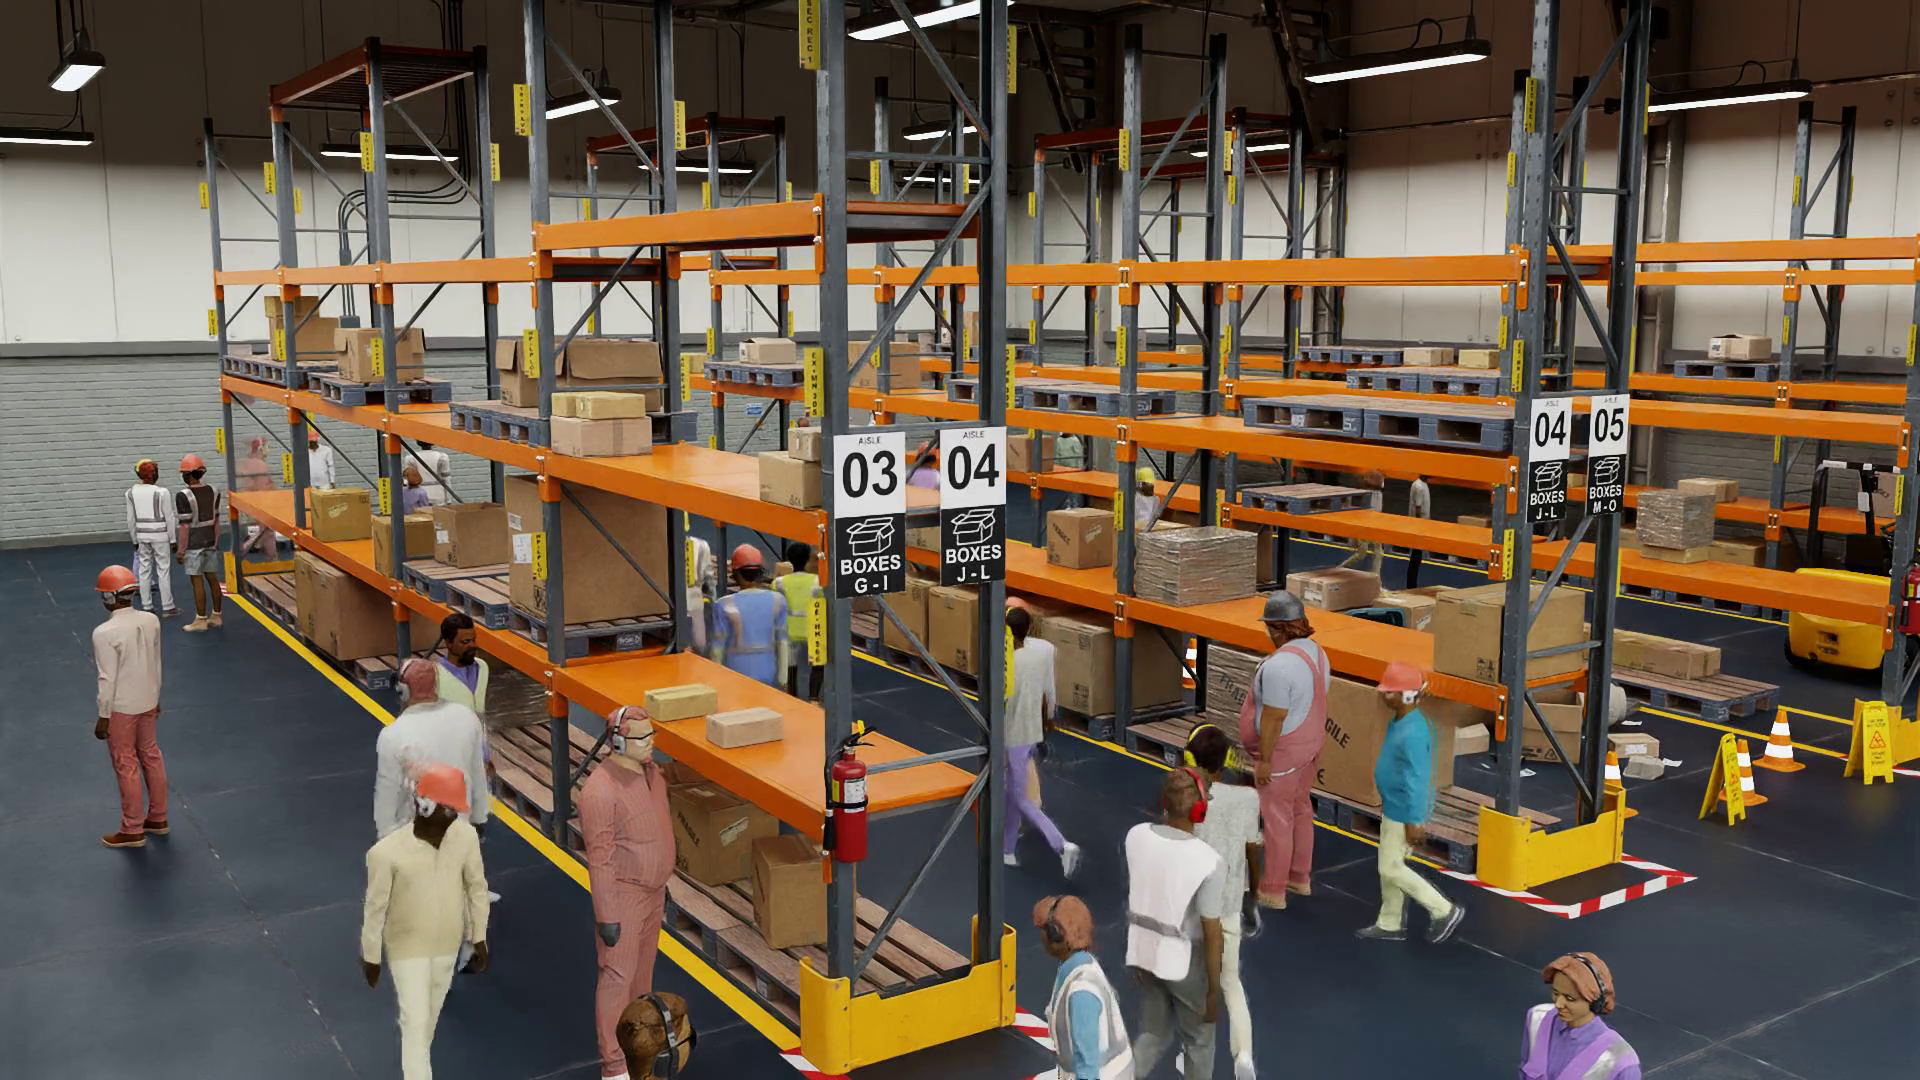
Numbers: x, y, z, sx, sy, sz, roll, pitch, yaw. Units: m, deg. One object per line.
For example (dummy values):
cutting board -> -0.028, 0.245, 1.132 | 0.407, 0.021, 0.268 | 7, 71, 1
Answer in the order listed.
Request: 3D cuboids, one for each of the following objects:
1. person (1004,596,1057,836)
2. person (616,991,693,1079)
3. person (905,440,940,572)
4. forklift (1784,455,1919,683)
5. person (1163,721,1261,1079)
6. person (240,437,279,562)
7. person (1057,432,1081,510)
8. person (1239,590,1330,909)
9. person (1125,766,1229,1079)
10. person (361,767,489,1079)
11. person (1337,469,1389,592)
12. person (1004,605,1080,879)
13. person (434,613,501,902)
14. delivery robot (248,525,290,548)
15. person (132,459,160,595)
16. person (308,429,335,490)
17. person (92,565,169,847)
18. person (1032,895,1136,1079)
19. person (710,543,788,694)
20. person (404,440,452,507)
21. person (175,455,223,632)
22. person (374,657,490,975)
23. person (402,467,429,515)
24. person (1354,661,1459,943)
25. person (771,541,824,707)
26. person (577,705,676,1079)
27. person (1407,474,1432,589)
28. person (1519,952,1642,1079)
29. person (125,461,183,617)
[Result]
person -> 0.401, 1.263, 11.930 | 0.591, 1.737, 0.368 | -5, 10, -30
person -> -0.908, 2.251, 5.022 | 0.514, 1.844, 0.333 | 6, 10, 34
person -> -0.447, -0.238, 21.024 | 0.610, 2.022, 0.713 | 0, 9, 2
forklift -> 9.643, 0.253, 17.172 | 2.313, 2.155, 1.214 | -6, 10, -33
person -> 1.228, 1.795, 8.022 | 0.529, 1.858, 0.613 | -2, 9, -11
person -> -9.801, -0.494, 23.202 | 0.722, 1.880, 0.653 | -6, 11, -37
person -> 1.921, -1.265, 29.192 | 0.381, 1.615, 0.543 | -7, 11, -41
person -> 2.052, 1.310, 10.638 | 0.535, 2.000, 0.686 | 6, 11, 37
person -> 0.923, 1.905, 7.403 | 0.698, 1.825, 0.569 | -7, 11, -40
person -> -2.499, 1.906, 7.863 | 0.857, 1.682, 0.573 | 8, 12, 42
person -> 5.279, -0.134, 21.676 | 0.714, 1.607, 0.514 | 8, 12, 43
person -> 0.465, 1.353, 11.081 | 0.837, 1.838, 0.538 | 7, 11, 40
person -> -3.161, 1.397, 10.464 | 0.383, 1.918, 0.591 | 3, 9, 20
delivery robot -> -10.236, -0.128, 24.826 | 0.477, 0.478, 0.707 | 6, 10, 35
person -> -10.468, -0.168, 21.440 | 0.348, 1.759, 0.519 | 0, 9, 0
person -> -10.288, -0.934, 26.579 | 0.577, 1.737, 0.354 | -3, 9, -22
person -> -5.886, 1.165, 11.755 | 0.386, 1.992, 0.625 | 2, 9, 11
person -> 0.478, 2.163, 6.415 | 0.710, 1.593, 0.562 | 0, 9, -3
person -> -1.574, 1.029, 12.642 | 0.618, 2.011, 0.985 | -6, 10, -33
person -> -7.380, -0.568, 23.123 | 0.607, 2.048, 0.365 | -3, 9, -17
person -> -8.748, 0.042, 19.076 | 0.374, 2.044, 0.605 | 3, 9, 17
person -> -2.959, 1.588, 9.285 | 0.419, 1.888, 0.664 | 5, 10, 32
person -> -7.110, -0.141, 21.648 | 0.497, 1.633, 0.285 | 5, 10, 32
person -> 2.667, 1.571, 9.902 | 0.498, 1.736, 0.571 | 1, 9, 6
person -> -1.423, 0.852, 14.847 | 0.560, 1.686, 0.391 | 0, 9, 1
person -> -1.595, 1.746, 8.178 | 0.407, 1.910, 0.638 | 2, 9, 14
person -> 5.739, -0.113, 20.710 | 0.335, 1.864, 0.521 | 3, 9, 17
person -> 2.164, 2.231, 5.868 | 0.313, 1.634, 0.514 | -4, 9, -24
person -> -9.656, -0.005, 19.921 | 0.573, 1.884, 0.355 | 1, 9, 7
